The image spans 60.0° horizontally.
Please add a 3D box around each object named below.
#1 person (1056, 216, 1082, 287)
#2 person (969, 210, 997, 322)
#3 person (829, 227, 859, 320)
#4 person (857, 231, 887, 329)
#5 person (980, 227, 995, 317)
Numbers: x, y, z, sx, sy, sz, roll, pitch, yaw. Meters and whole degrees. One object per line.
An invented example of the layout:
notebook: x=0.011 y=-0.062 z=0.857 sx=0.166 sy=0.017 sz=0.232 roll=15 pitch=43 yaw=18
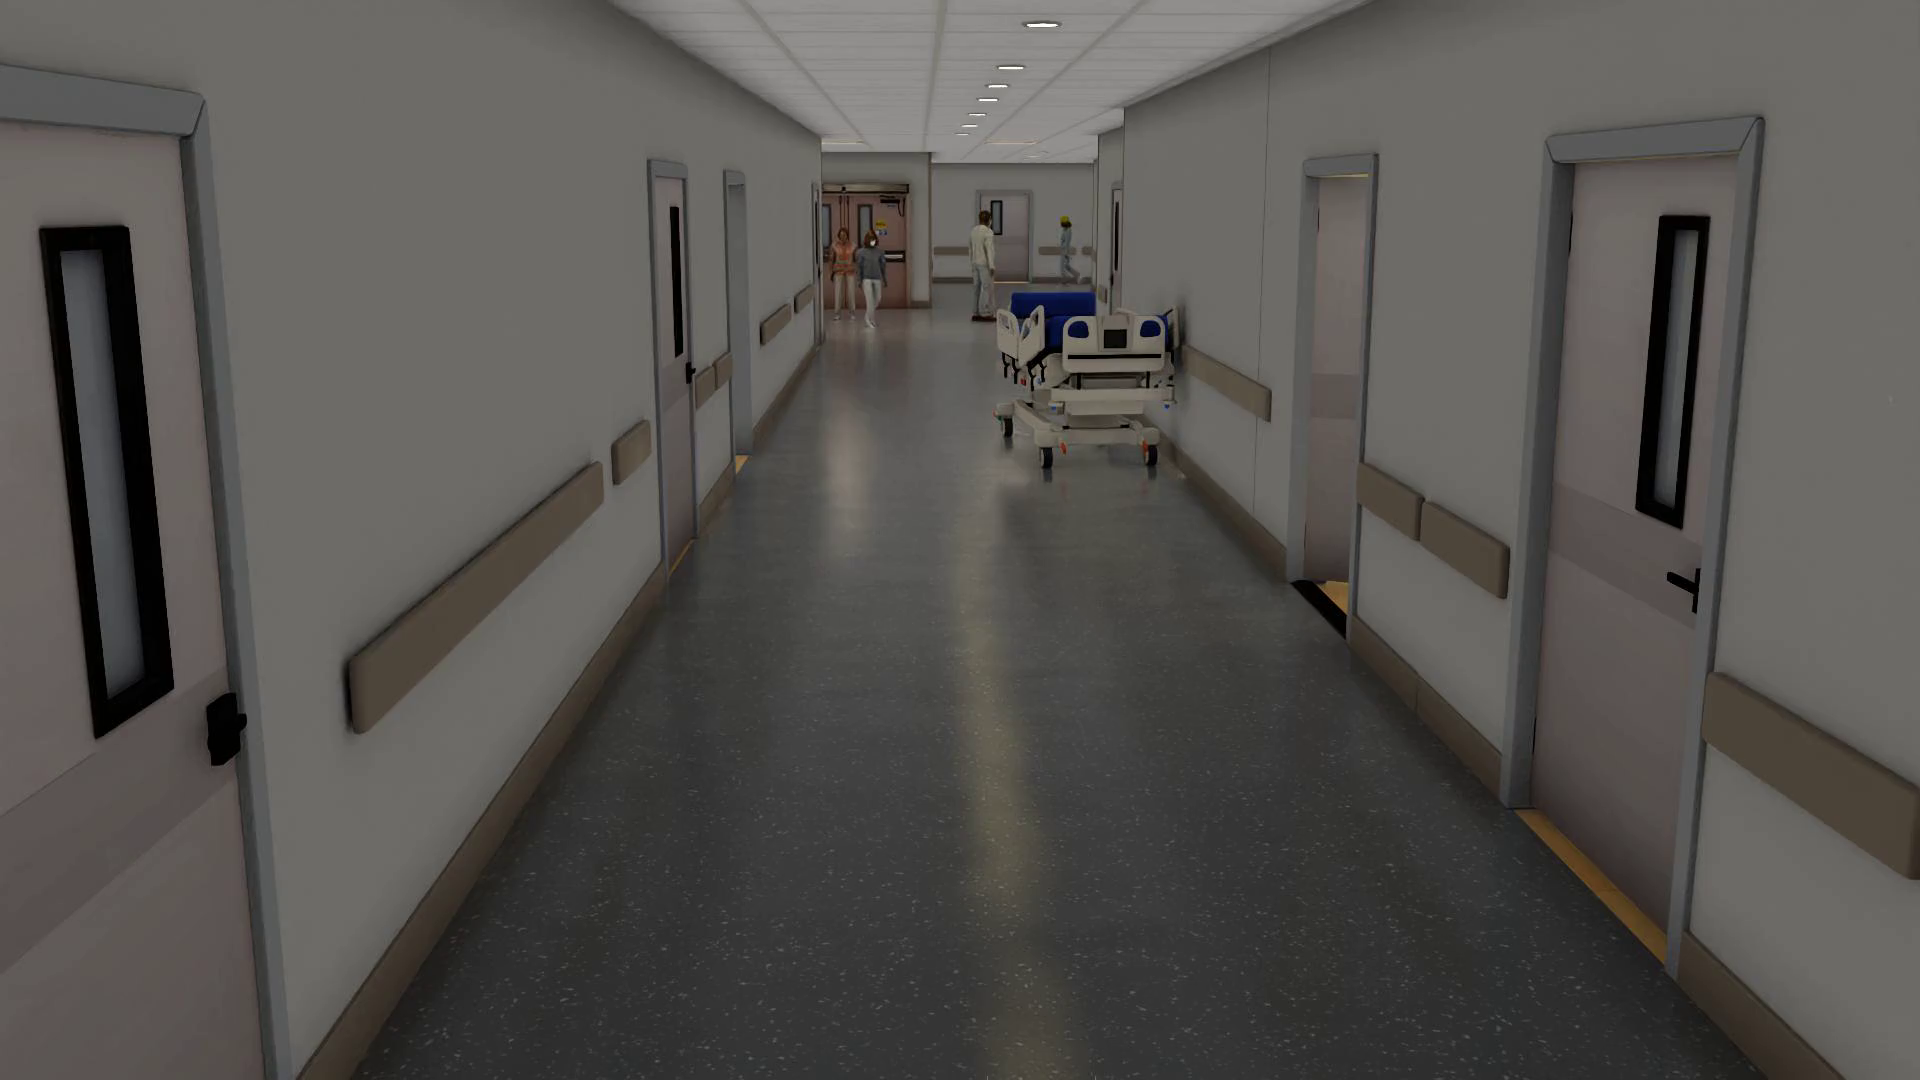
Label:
person: x=2.629 y=-6.964 z=40.189 sx=0.541 sy=1.725 sz=0.498 roll=3 pitch=12 yaw=12
person: x=0.398 y=-4.783 z=29.053 sx=0.354 sy=1.936 sz=0.635 roll=-8 pitch=14 yaw=-34
person: x=-2.031 y=-4.696 z=29.392 sx=0.544 sy=1.628 sz=0.318 roll=-2 pitch=12 yaw=-8
person: x=-1.477 y=-4.316 z=27.581 sx=0.517 sy=1.617 sz=0.626 roll=-5 pitch=13 yaw=-24
person: x=0.459 y=-4.691 z=29.344 sx=0.308 sy=1.638 sz=0.511 roll=-5 pitch=13 yaw=-24
